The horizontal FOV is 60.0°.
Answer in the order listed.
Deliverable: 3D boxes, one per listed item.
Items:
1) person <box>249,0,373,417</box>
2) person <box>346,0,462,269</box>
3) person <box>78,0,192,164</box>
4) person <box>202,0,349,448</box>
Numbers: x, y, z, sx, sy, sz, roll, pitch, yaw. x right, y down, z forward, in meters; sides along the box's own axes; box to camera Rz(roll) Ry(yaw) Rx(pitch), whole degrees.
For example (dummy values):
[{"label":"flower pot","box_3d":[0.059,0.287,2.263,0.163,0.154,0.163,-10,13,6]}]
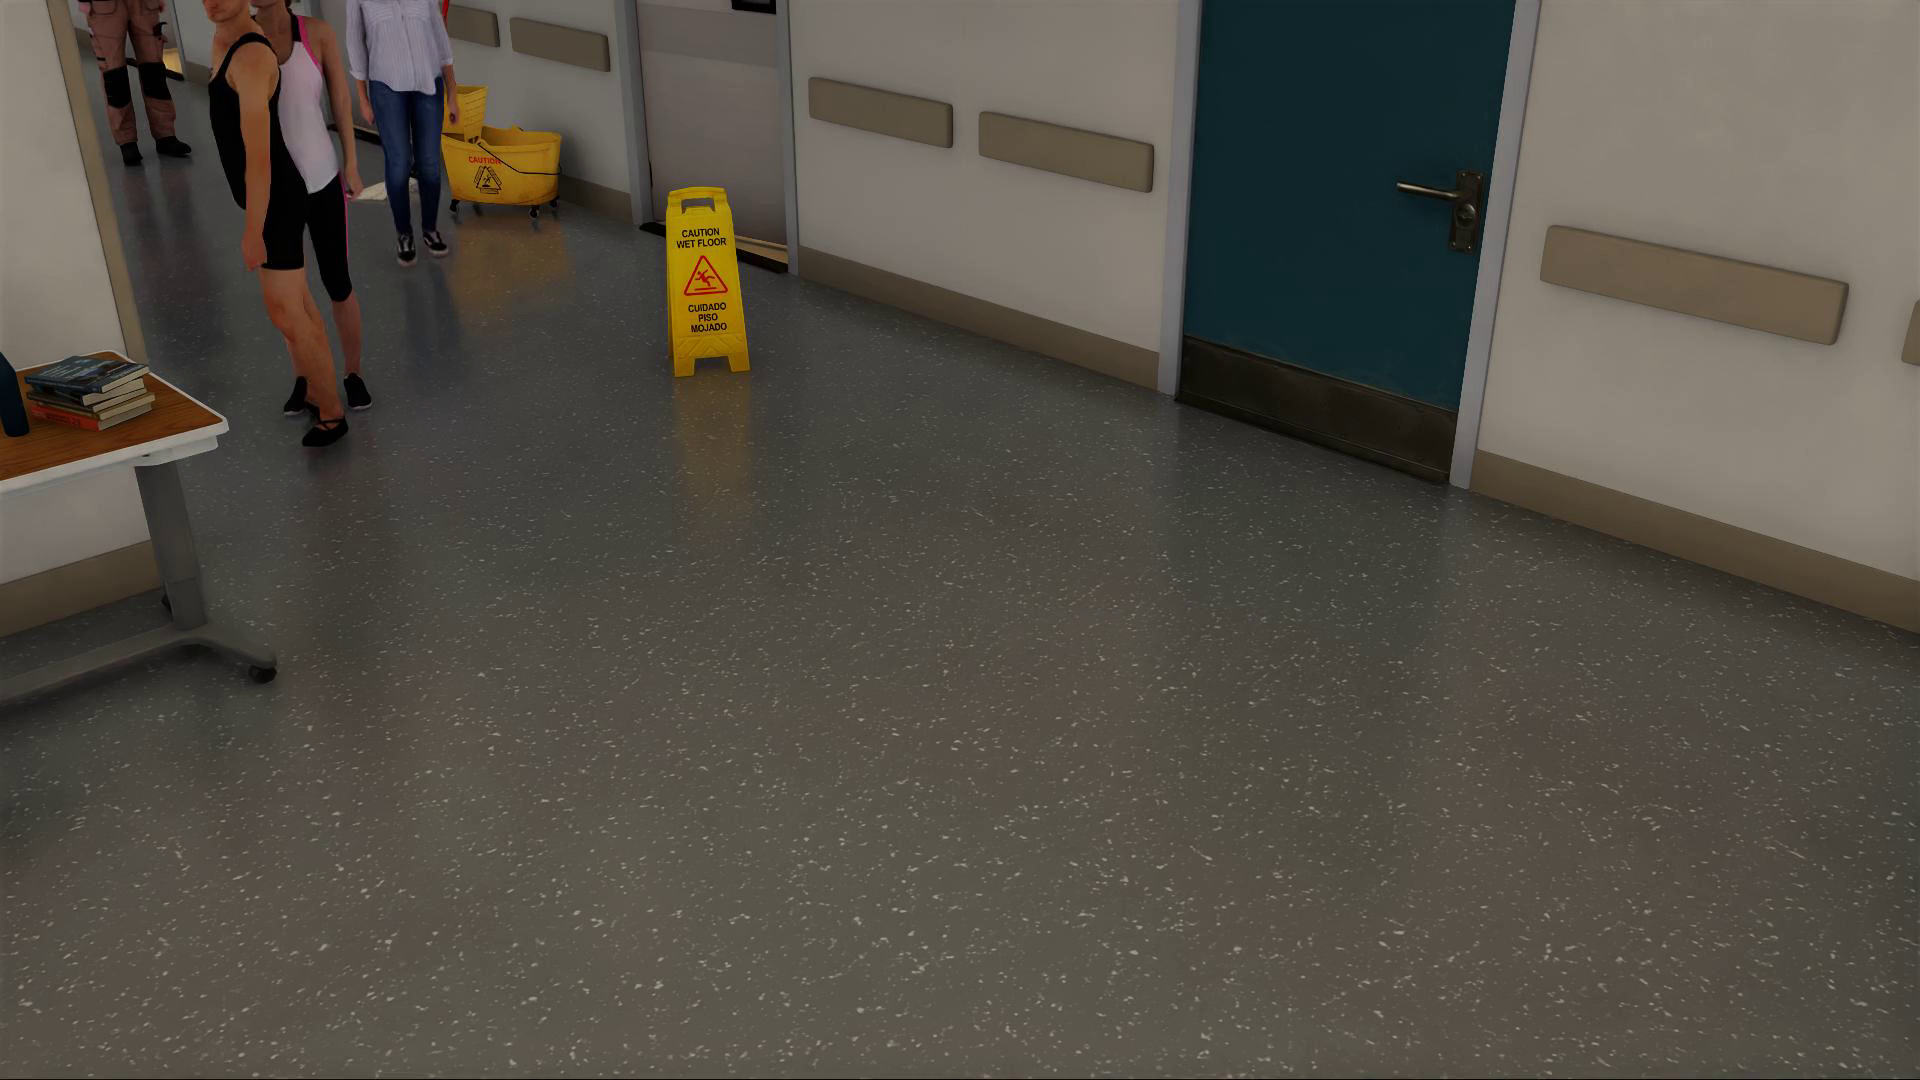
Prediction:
[{"label":"person","box_3d":[-2.514,-1.360,6.320,0.682,1.786,0.696,-5,26,-10]},{"label":"person","box_3d":[-2.784,-2.271,8.310,0.726,1.699,0.768,-14,29,-27]},{"label":"person","box_3d":[-5.172,-3.334,10.254,0.581,1.925,0.682,23,34,39]},{"label":"person","box_3d":[-2.496,-1.241,6.069,0.893,1.790,0.605,-6,26,-13]}]
